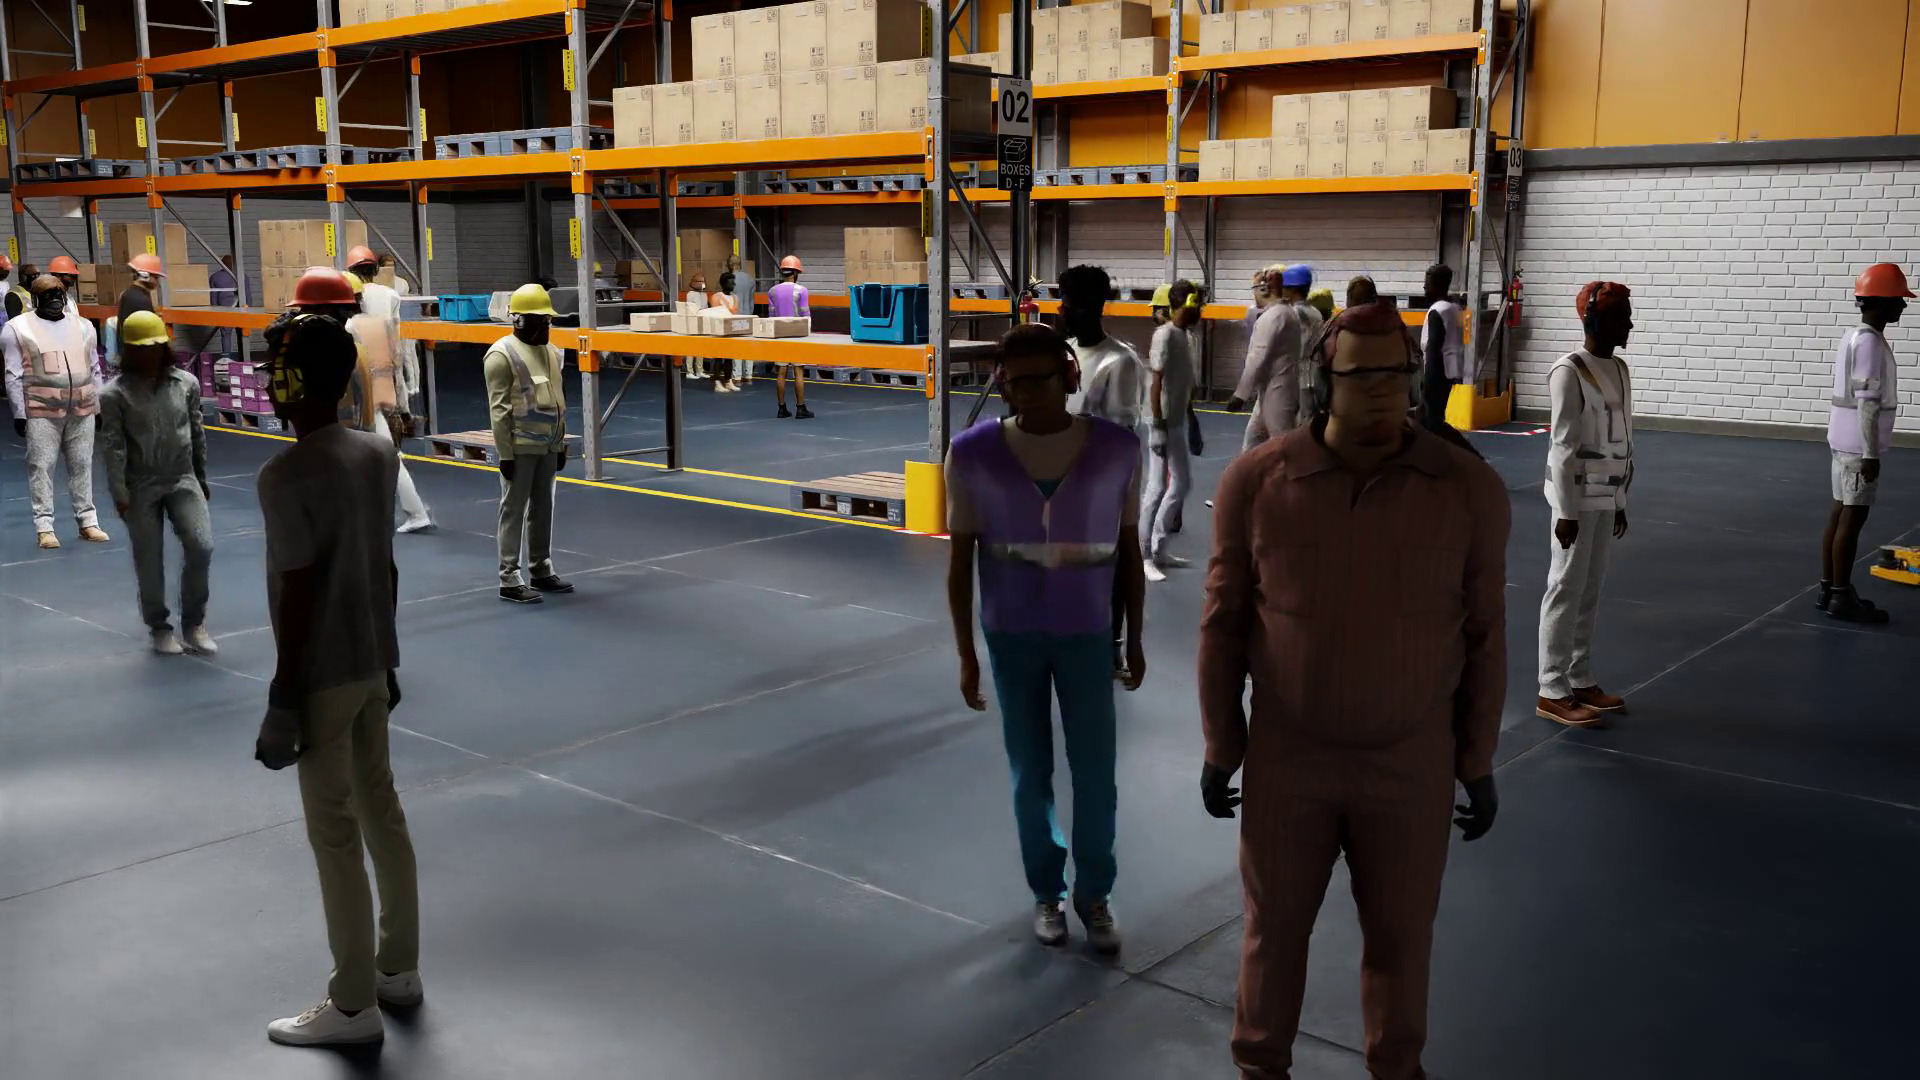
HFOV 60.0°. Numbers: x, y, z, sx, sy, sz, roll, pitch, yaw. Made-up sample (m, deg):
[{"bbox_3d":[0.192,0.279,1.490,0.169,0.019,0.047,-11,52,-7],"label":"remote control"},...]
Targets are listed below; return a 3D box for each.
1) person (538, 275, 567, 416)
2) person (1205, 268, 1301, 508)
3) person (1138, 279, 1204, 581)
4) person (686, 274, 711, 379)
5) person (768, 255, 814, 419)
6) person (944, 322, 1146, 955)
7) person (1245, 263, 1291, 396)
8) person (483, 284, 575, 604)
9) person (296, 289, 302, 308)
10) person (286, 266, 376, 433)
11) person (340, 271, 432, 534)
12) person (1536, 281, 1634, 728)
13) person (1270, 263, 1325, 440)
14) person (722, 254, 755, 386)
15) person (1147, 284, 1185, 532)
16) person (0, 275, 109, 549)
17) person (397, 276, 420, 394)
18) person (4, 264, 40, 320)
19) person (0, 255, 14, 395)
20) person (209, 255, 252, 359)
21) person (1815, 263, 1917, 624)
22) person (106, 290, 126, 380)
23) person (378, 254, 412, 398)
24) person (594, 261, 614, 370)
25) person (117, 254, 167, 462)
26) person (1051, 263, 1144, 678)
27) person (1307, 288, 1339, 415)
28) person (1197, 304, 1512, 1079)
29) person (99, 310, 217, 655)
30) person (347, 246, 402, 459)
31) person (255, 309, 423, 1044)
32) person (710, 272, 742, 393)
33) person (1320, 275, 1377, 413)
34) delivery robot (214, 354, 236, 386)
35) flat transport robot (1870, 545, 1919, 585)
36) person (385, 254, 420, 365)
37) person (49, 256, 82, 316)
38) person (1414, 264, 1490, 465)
[{"bbox_3d":[-4.906,-2.320,20.003,0.317,1.683,0.540,-3,10,-15],"label":"person"},{"bbox_3d":[2.228,-1.083,12.440,0.909,1.859,0.632,3,10,18],"label":"person"},{"bbox_3d":[1.278,-0.679,10.248,0.348,1.837,0.597,5,11,26],"label":"person"},{"bbox_3d":[-4.074,-3.315,25.853,0.288,1.629,0.500,6,11,29],"label":"person"},{"bbox_3d":[-1.999,-2.401,19.759,0.543,1.934,0.362,4,11,23],"label":"person"},{"bbox_3d":[0.250,0.296,4.728,0.585,1.815,0.550,0,10,0],"label":"person"},{"bbox_3d":[2.691,-1.413,14.253,0.604,1.897,0.695,6,12,31],"label":"person"},{"bbox_3d":[-2.462,-0.552,9.560,0.405,1.823,0.591,4,11,21],"label":"person"},{"bbox_3d":[-5.371,-1.277,13.853,0.531,1.760,0.332,-7,12,-36],"label":"person"},{"bbox_3d":[-2.868,-0.280,7.666,0.354,1.939,0.544,-2,10,-11],"label":"person"},{"bbox_3d":[-4.213,-0.970,11.819,1.059,1.858,0.596,3,11,19],"label":"person"},{"bbox_3d":[2.694,-0.155,7.115,0.356,1.883,0.574,9,13,41],"label":"person"},{"bbox_3d":[2.726,-1.237,13.219,0.992,1.911,0.609,6,11,30],"label":"person"},{"bbox_3d":[-3.283,-3.240,24.531,0.371,1.935,0.627,7,12,35],"label":"person"},{"bbox_3d":[1.473,-0.936,11.891,0.312,1.769,0.525,3,10,14],"label":"person"},{"bbox_3d":[-6.134,-0.874,11.327,0.429,1.844,0.627,8,13,38],"label":"person"},{"bbox_3d":[-7.695,-2.830,23.050,0.285,1.634,0.499,1,10,4],"label":"person"},{"bbox_3d":[-11.105,-2.385,19.954,0.429,1.837,0.626,1,10,8],"label":"person"},{"bbox_3d":[-13.193,-2.958,22.960,0.376,1.930,0.573,-1,10,-7],"label":"person"},{"bbox_3d":[-12.438,-3.909,28.426,0.651,1.904,0.404,-3,11,-19],"label":"person"},{"bbox_3d":[4.932,-0.526,9.065,0.360,1.939,0.543,3,10,18],"label":"person"},{"bbox_3d":[-8.138,-1.662,16.446,0.515,1.624,0.449,-7,12,-34],"label":"person"},{"bbox_3d":[-7.680,-2.868,22.398,0.372,1.940,0.632,9,13,41],"label":"person"},{"bbox_3d":[-5.954,-3.678,27.393,0.779,1.810,0.599,8,13,39],"label":"person"},{"bbox_3d":[-7.454,-1.616,15.187,0.502,1.968,0.654,-7,12,-35],"label":"person"},{"bbox_3d":[0.575,-0.293,7.696,0.510,1.946,0.629,-7,12,-33],"label":"person"},{"bbox_3d":[2.811,-1.187,13.496,0.952,1.702,0.534,3,10,17],"label":"person"},{"bbox_3d":[0.832,0.455,3.571,0.653,1.906,0.408,2,10,11],"label":"person"},{"bbox_3d":[-3.917,-0.264,8.172,0.543,1.718,0.515,10,14,44],"label":"person"},{"bbox_3d":[-5.241,-1.578,14.776,0.394,2.038,0.605,6,12,30],"label":"person"},{"bbox_3d":[-1.607,0.360,4.246,0.328,1.862,0.508,2,10,12],"label":"person"},{"bbox_3d":[-3.275,-2.905,23.342,0.359,1.685,0.545,8,12,37],"label":"person"},{"bbox_3d":[2.650,-0.839,11.120,0.516,1.842,0.324,6,12,32],"label":"person"},{"bbox_3d":[-10.188,-2.342,23.078,0.477,0.478,0.707,-3,10,-17],"label":"delivery robot"},{"bbox_3d":[6.169,0.205,9.649,0.652,0.197,1.431,-6,12,-30],"label":"flat transport robot"},{"bbox_3d":[-9.745,-3.923,28.473,1.049,1.923,0.658,0,10,0],"label":"person"},{"bbox_3d":[-9.436,-2.026,17.613,0.375,1.935,0.551,-3,10,-15],"label":"person"},{"bbox_3d":[4.089,-1.388,14.119,0.860,1.894,0.607,5,11,26],"label":"person"}]
